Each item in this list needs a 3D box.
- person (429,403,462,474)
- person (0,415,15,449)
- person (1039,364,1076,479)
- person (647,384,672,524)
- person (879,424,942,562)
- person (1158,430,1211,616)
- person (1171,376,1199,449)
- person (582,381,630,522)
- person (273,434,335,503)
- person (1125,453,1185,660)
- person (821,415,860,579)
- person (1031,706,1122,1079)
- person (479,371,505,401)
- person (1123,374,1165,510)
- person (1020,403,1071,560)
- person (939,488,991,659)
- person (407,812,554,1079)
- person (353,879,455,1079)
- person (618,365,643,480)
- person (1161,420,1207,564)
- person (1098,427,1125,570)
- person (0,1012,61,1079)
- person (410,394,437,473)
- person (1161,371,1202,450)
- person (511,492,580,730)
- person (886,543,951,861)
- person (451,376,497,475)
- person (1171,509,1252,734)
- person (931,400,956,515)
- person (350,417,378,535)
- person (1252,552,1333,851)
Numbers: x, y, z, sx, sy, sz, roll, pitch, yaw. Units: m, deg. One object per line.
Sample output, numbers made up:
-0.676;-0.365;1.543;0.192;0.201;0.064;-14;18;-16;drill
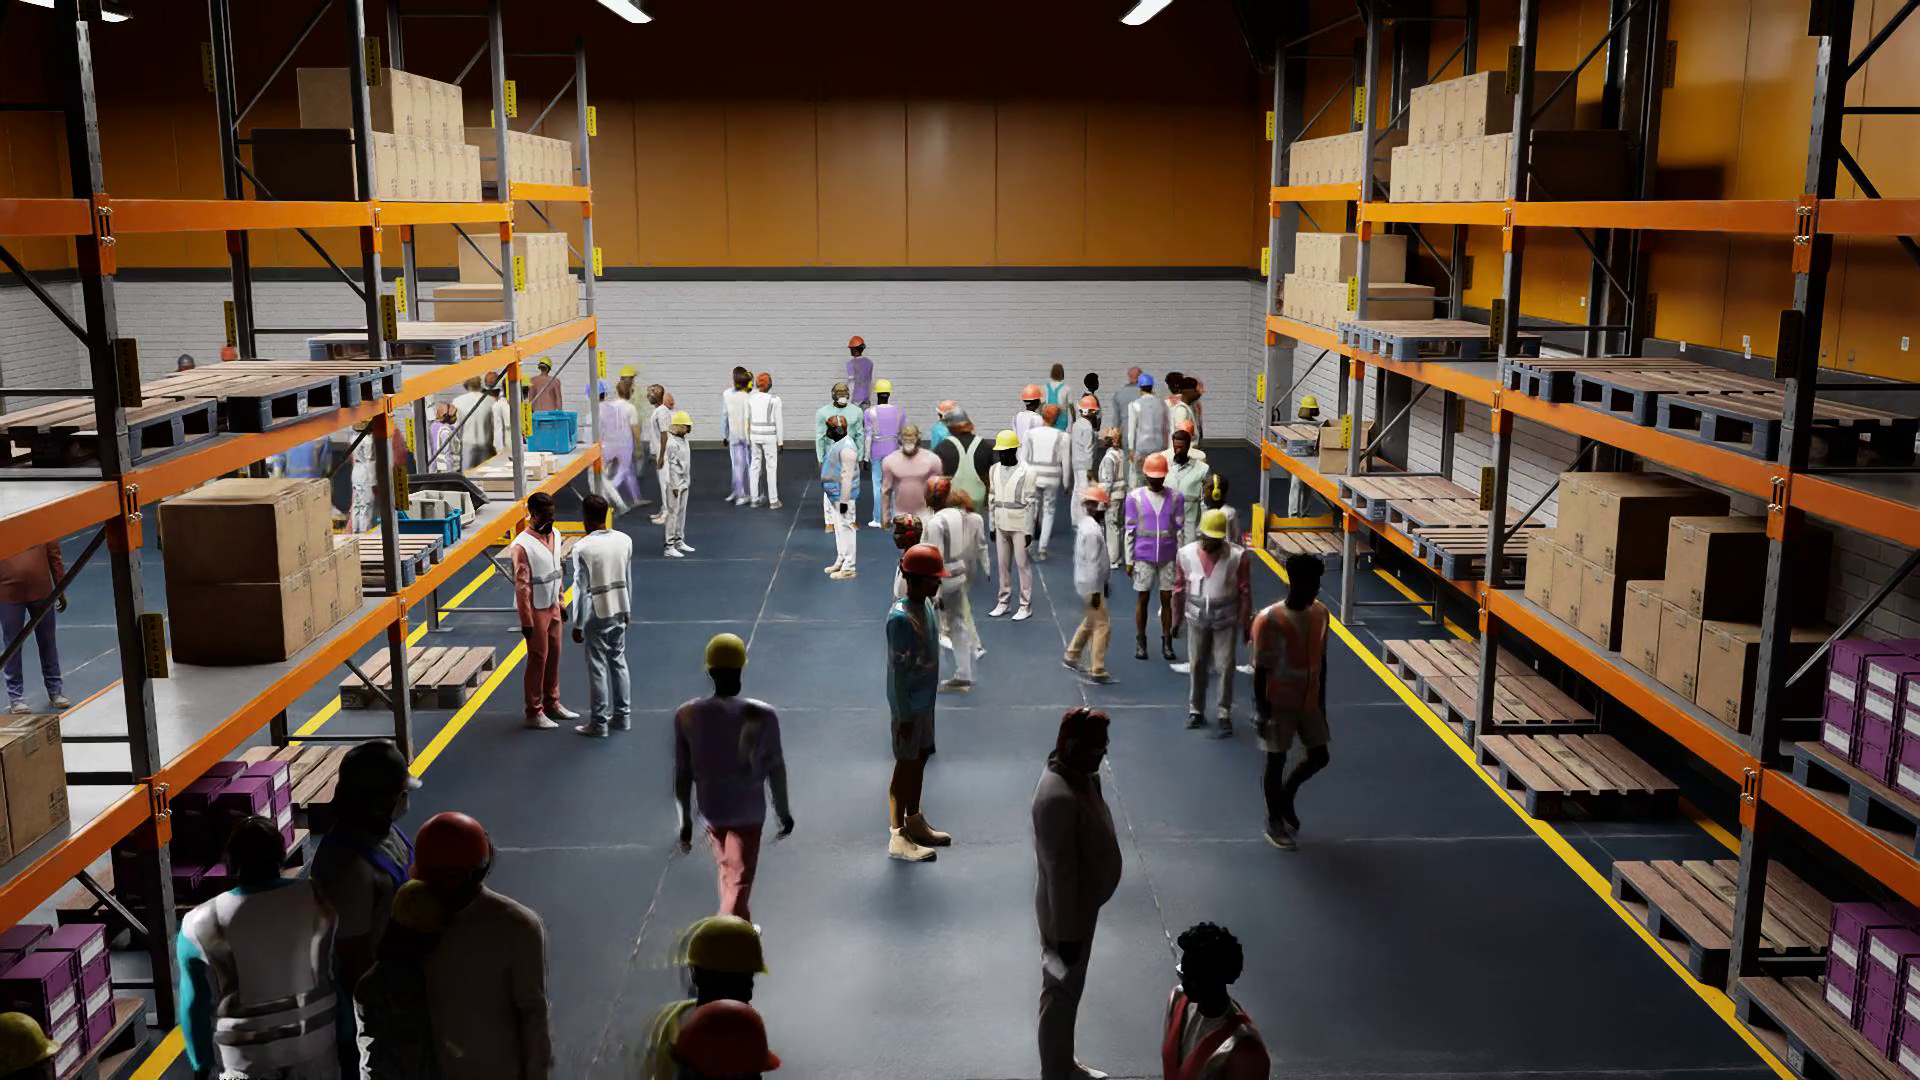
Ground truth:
-6.616;-0.951;21.434;0.524;1.631;0.324;7;13;32;person
-12.025;-0.874;20.765;0.545;1.739;0.389;-5;12;-22;person
1.474;-1.741;24.998;0.526;1.791;0.986;6;13;26;person
-3.917;-1.124;21.773;0.351;1.842;0.507;-2;11;-10;person
-0.511;-0.246;17.165;0.664;1.919;0.453;1;11;6;person
2.232;-0.172;16.823;0.589;1.913;0.393;4;12;18;person
2.909;-1.135;21.511;0.368;1.966;0.602;2;11;8;person
-4.648;-1.116;21.501;0.499;1.925;0.629;2;12;12;person
-7.289;-0.570;18.537;0.609;2.022;0.617;-3;12;-16;person
1.782;0.149;15.186;0.550;1.925;0.392;0;11;-2;person
-1.339;-0.490;18.615;0.429;1.837;0.627;-3;12;-16;person
0.531;1.679;7.570;0.406;1.903;0.636;2;11;8;person
-7.128;-1.758;25.459;0.514;1.641;0.309;-1;11;-4;person
2.475;-1.282;22.386;0.596;1.905;0.870;-3;12;-14;person
0.992;-0.677;19.479;0.626;1.859;0.409;4;12;17;person
0.039;0.295;15.305;0.531;1.564;0.855;-8;14;-34;person
-1.780;1.935;6.088;0.637;1.986;0.414;4;12;18;person
-1.942;2.056;6.101;0.486;1.738;0.321;-10;15;-40;person
-4.999;-1.773;25.229;0.522;1.757;0.374;10;15;42;person
2.525;-0.479;18.756;0.559;1.751;0.326;4;12;19;person
1.735;-0.477;19.028;0.310;1.642;0.514;4;12;19;person
-2.828;2.263;5.062;0.486;1.738;0.314;10;15;42;person
-8.122;-1.801;25.193;0.392;1.836;0.561;-1;11;-6;person
2.909;-1.292;22.363;0.717;1.936;0.455;-1;11;-4;person
-3.325;0.555;13.198;0.409;1.907;0.598;3;12;15;person
-0.257;1.018;10.554;0.404;2.035;0.606;3;12;16;person
-6.529;-1.303;22.455;0.641;1.924;0.522;-6;13;-27;person
1.964;0.629;13.086;0.644;1.809;0.444;4;12;19;person
-0.179;-0.892;20.870;0.352;1.738;0.573;-3;12;-13;person
-7.153;-0.724;20.042;0.362;1.735;0.486;-9;15;-39;person
2.131;1.030;10.705;0.657;1.945;0.416;-6;13;-26;person
